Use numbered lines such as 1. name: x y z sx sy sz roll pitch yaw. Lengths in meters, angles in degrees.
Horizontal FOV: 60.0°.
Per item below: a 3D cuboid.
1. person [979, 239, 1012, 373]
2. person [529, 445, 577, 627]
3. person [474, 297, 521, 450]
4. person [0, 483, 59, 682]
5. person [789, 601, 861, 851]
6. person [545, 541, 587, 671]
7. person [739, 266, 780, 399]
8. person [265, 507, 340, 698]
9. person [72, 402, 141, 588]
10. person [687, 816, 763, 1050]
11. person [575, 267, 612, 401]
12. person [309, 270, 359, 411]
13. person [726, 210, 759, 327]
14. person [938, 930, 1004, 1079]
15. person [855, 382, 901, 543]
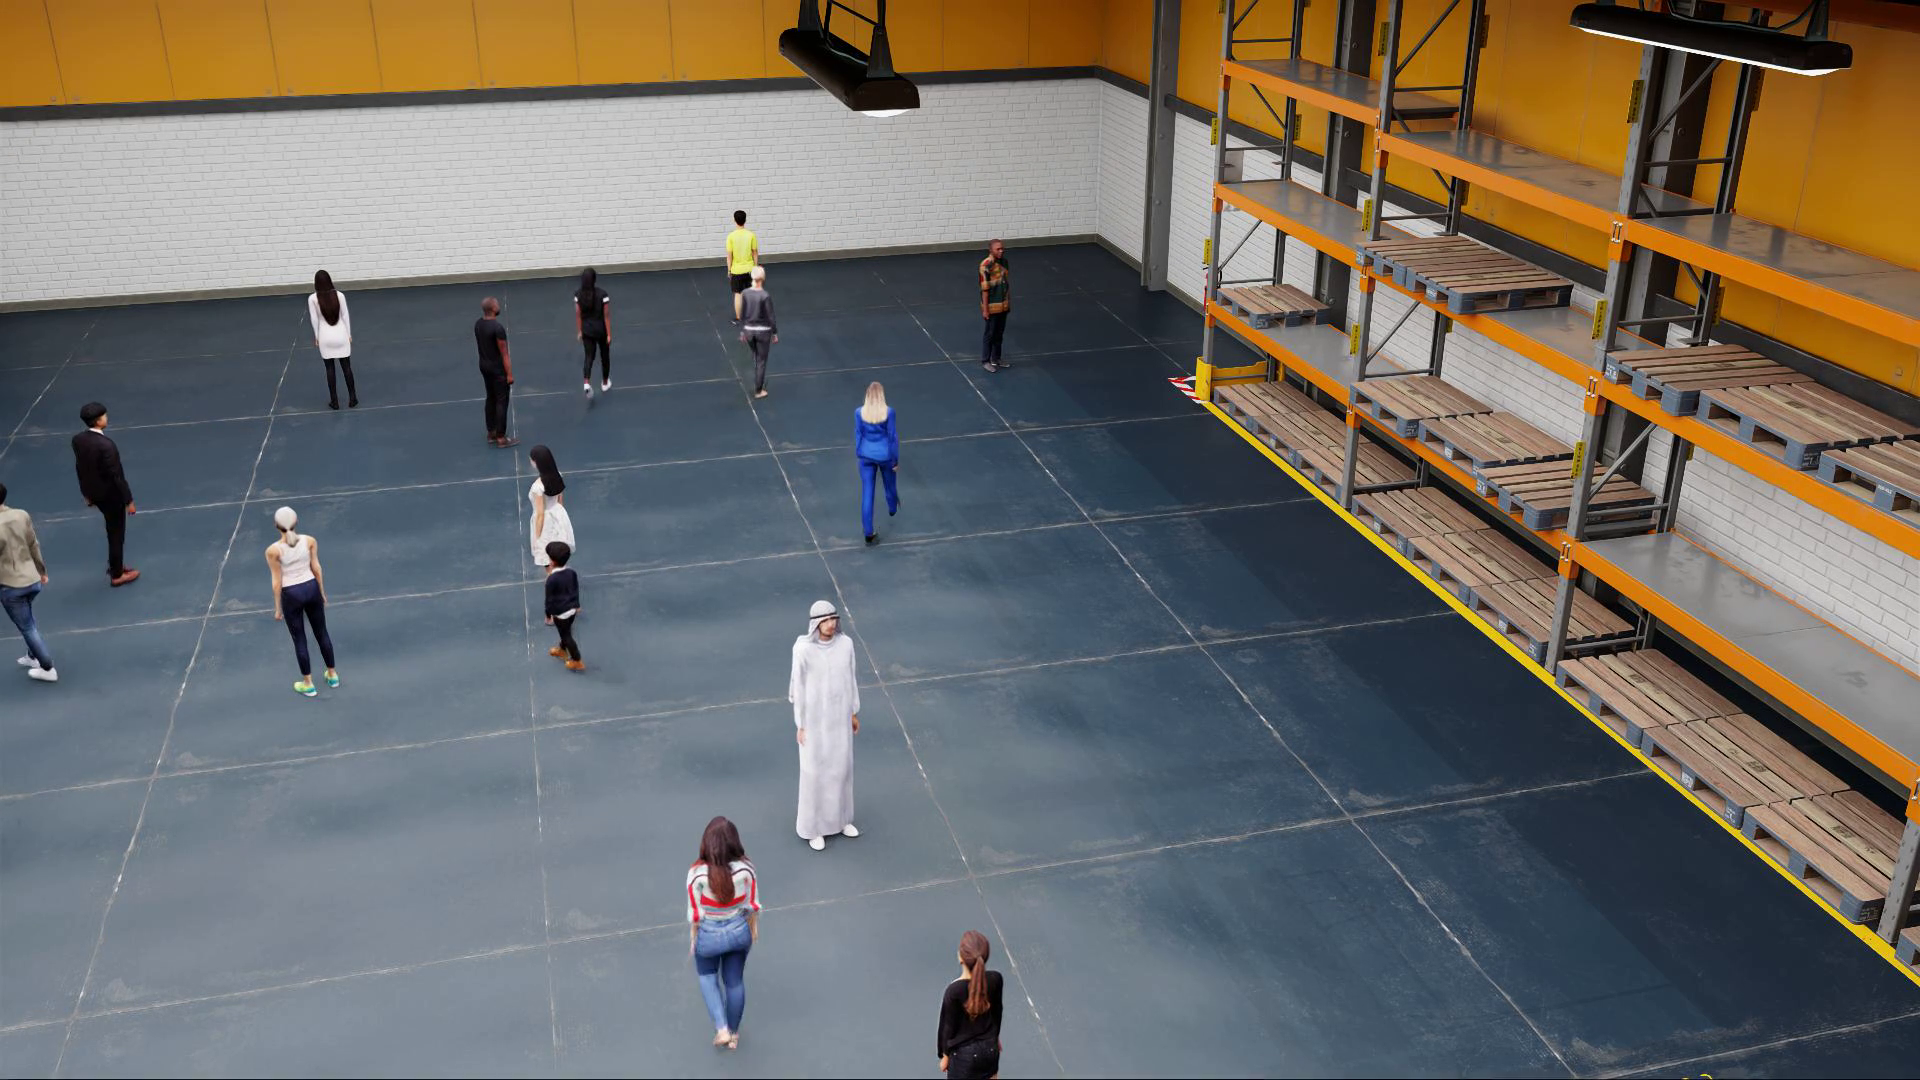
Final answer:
1. person: 0.478 -3.228 22.721 0.846 1.807 0.822 21 31 39
2. person: -3.801 -0.048 15.485 0.833 1.777 0.755 9 25 19
3. person: -5.575 -2.013 19.933 0.683 1.815 0.808 22 32 40
4. person: -8.098 0.394 14.388 0.966 1.844 0.909 9 25 19
5. person: -0.987 1.318 12.174 0.779 1.926 0.760 -15 28 -31
6. person: -3.482 0.598 14.718 0.820 1.206 0.749 15 28 30
7. person: -2.668 -2.682 21.594 0.874 1.709 0.938 11 26 24
8. person: -5.659 0.518 14.285 0.689 1.700 0.695 -21 31 -40
9. person: -8.406 -0.412 16.202 0.818 1.869 0.873 13 27 26
10. person: -1.413 2.433 10.029 0.606 1.600 0.631 -7 25 -16
11. person: -4.754 -2.659 21.549 0.845 1.703 1.176 1 24 2
12. person: -7.992 -2.558 21.186 0.638 1.809 0.583 -10 26 -22
13. person: -3.227 -4.052 24.729 0.633 1.709 0.532 -7 25 -16
14. person: 0.074 2.812 9.218 0.579 1.556 0.606 -12 26 -25
15. person: -0.893 -0.776 17.302 0.950 1.656 1.213 4 24 9
